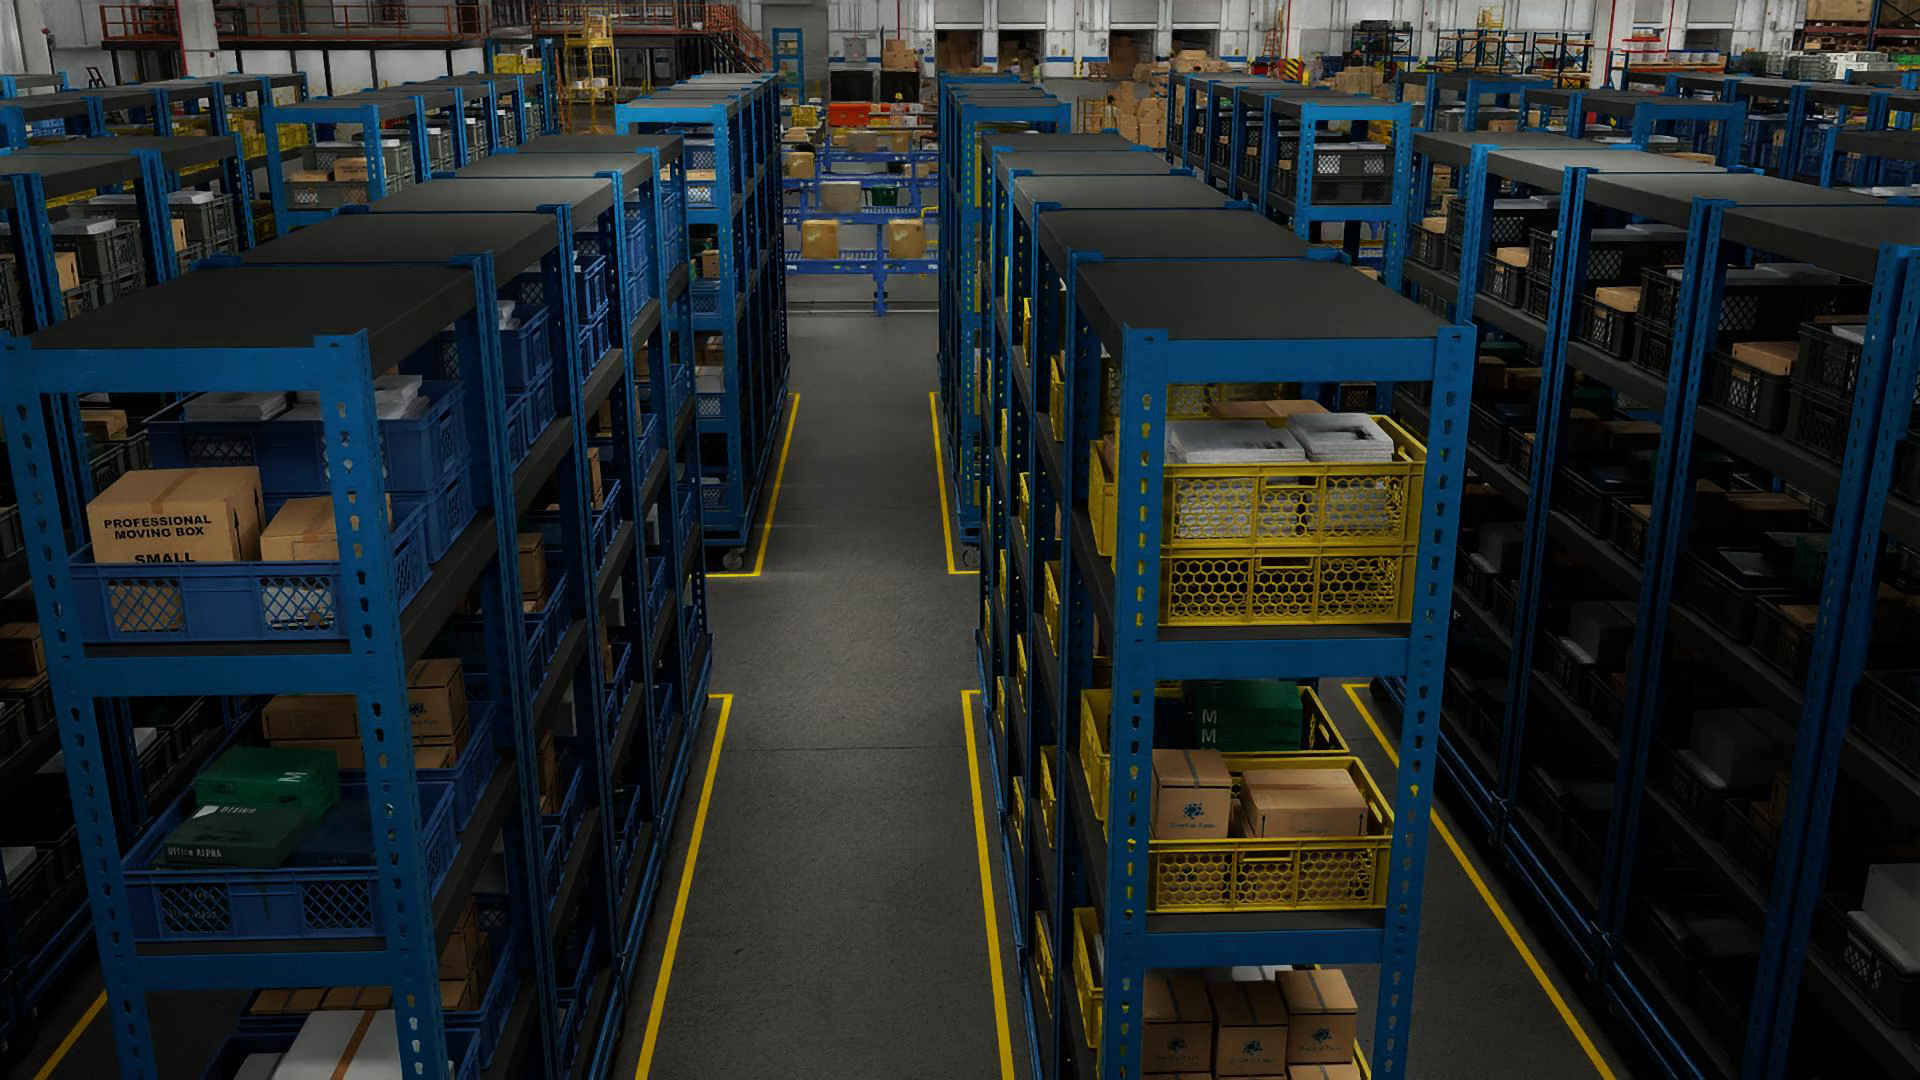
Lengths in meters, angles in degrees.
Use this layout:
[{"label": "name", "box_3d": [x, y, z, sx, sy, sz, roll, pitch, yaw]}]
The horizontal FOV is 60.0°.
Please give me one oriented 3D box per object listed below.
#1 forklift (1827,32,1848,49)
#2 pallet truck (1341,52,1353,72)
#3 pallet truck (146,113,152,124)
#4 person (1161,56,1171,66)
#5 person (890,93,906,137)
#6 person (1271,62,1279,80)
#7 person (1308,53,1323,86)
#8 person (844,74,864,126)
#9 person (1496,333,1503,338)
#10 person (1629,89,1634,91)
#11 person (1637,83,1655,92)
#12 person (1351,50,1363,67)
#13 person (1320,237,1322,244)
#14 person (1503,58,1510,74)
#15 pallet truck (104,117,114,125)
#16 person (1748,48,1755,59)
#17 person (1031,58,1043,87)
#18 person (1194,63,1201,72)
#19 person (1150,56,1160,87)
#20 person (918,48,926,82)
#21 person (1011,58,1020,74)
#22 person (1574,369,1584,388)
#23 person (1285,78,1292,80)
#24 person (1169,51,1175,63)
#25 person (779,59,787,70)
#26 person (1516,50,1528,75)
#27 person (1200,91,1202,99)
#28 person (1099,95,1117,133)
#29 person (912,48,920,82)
[{"label": "forklift", "box_3d": [46.023, -25.321, 87.619, 1.129, 2.768, 1.873, -1, 18, -2]}, {"label": "pallet truck", "box_3d": [18.794, -23.123, 82.231, 0.823, 1.965, 1.885, -13, 22, -35]}, {"label": "pallet truck", "box_3d": [-18.087, -8.309, 36.390, 1.885, 1.965, 0.823, -1, 18, -4]}, {"label": "person", "box_3d": [9.772, -21.845, 78.465, 1.036, 1.881, 0.653, -13, 22, -34]}, {"label": "person", "box_3d": [-1.831, -12.345, 49.267, 0.533, 1.760, 0.348, -9, 20, -27]}, {"label": "person", "box_3d": [13.880, -20.067, 73.099, 0.997, 1.798, 0.593, 1, 18, 4]}, {"label": "person", "box_3d": [19.086, -25.249, 89.254, 0.915, 1.722, 0.523, 11, 21, 31]}, {"label": "person", "box_3d": [-3.732, -15.949, 60.268, 0.940, 1.850, 0.579, 2, 18, 7]}, {"label": "person", "box_3d": [7.252, -3.229, 20.861, 0.822, 1.883, 0.650, 6, 19, 17]}, {"label": "person", "box_3d": [21.227, -13.464, 52.833, 0.553, 1.675, 0.552, -3, 18, -9]}, {"label": "person", "box_3d": [24.503, -15.764, 59.544, 0.574, 1.944, 0.781, -13, 22, -36]}, {"label": "person", "box_3d": [20.262, -23.998, 84.941, 0.617, 1.993, 0.396, 10, 20, 28]}, {"label": "person", "box_3d": [3.737, -2.451, 18.332, 0.693, 1.949, 0.601, -2, 18, -6]}, {"label": "person", "box_3d": [26.706, -22.679, 81.288, 0.440, 1.721, 0.502, -3, 18, -10]}, {"label": "pallet truck", "box_3d": [-18.367, -7.885, 35.078, 1.885, 1.965, 0.823, 1, 18, 2]}, {"label": "person", "box_3d": [44.099, -26.439, 92.656, 0.551, 1.897, 0.902, 5, 19, 15]}, {"label": "person", "box_3d": [3.596, -21.478, 77.431, 0.464, 1.820, 0.652, -13, 22, -34]}, {"label": "person", "box_3d": [9.361, -17.754, 65.566, 0.709, 2.031, 0.444, 8, 20, 24]}, {"label": "person", "box_3d": [10.178, -24.141, 85.892, 0.693, 1.674, 0.543, -5, 19, -16]}, {"label": "person", "box_3d": [-2.200, -26.260, 92.072, 0.833, 1.924, 0.622, 15, 23, 39]}, {"label": "person", "box_3d": [2.466, -20.954, 75.656, 0.701, 1.912, 0.594, -13, 22, -35]}, {"label": "person", "box_3d": [4.288, -0.336, 11.964, 0.567, 1.841, 0.377, -12, 22, -34]}, {"label": "person", "box_3d": [10.831, -14.366, 55.241, 0.542, 1.930, 0.366, -13, 22, -34]}, {"label": "person", "box_3d": [11.161, -24.806, 87.638, 0.614, 1.872, 1.009, -13, 22, -34]}, {"label": "person", "box_3d": [-9.654, -25.660, 90.190, 0.551, 1.937, 0.382, 8, 20, 24]}, {"label": "person", "box_3d": [30.357, -25.526, 89.851, 0.574, 1.885, 0.356, 1, 18, 2]}, {"label": "person", "box_3d": [8.156, -15.320, 58.017, 0.702, 2.000, 0.634, -9, 20, -26]}, {"label": "person", "box_3d": [4.135, -11.484, 46.469, 0.560, 1.846, 0.429, 8, 19, 23]}, {"label": "person", "box_3d": [-2.418, -25.849, 90.743, 0.627, 1.959, 0.736, -15, 23, -38]}]
